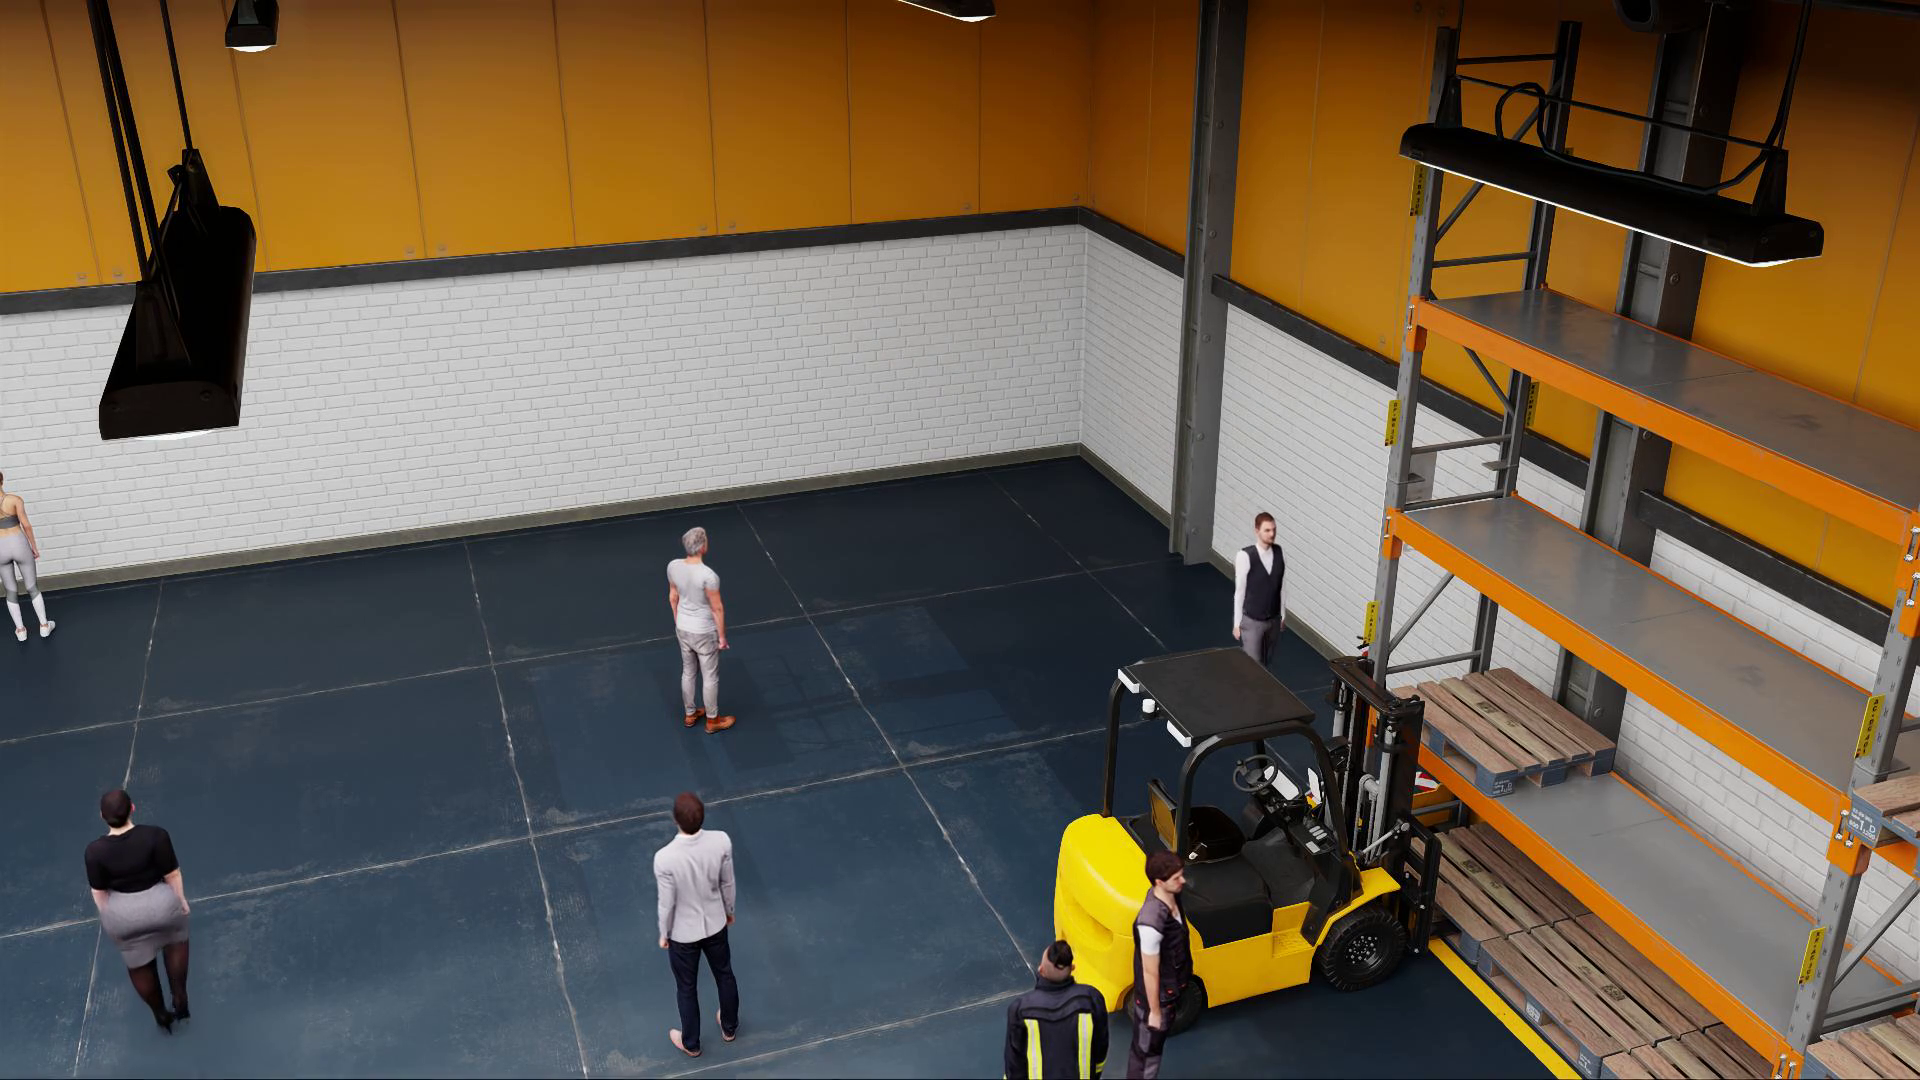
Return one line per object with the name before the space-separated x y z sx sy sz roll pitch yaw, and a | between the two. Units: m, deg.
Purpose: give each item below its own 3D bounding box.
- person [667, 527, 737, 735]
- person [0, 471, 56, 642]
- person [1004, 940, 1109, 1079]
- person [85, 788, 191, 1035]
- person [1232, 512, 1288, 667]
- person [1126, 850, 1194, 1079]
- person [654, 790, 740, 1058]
person | -2.205 0.752 13.985 0.721 1.827 0.822 14 27 29
person | -8.885 0.121 15.583 0.563 1.703 0.513 -10 25 -21
person | 0.512 2.919 8.986 0.769 1.860 0.714 -5 24 -12
person | -5.082 2.375 10.373 0.690 1.746 0.674 -10 26 -22
person | 2.495 0.642 14.128 0.693 1.913 1.098 -10 25 -21
person | 1.141 2.604 9.722 0.800 1.848 0.715 7 25 16
person | -1.623 2.357 10.277 0.730 1.857 0.663 -15 28 -30
